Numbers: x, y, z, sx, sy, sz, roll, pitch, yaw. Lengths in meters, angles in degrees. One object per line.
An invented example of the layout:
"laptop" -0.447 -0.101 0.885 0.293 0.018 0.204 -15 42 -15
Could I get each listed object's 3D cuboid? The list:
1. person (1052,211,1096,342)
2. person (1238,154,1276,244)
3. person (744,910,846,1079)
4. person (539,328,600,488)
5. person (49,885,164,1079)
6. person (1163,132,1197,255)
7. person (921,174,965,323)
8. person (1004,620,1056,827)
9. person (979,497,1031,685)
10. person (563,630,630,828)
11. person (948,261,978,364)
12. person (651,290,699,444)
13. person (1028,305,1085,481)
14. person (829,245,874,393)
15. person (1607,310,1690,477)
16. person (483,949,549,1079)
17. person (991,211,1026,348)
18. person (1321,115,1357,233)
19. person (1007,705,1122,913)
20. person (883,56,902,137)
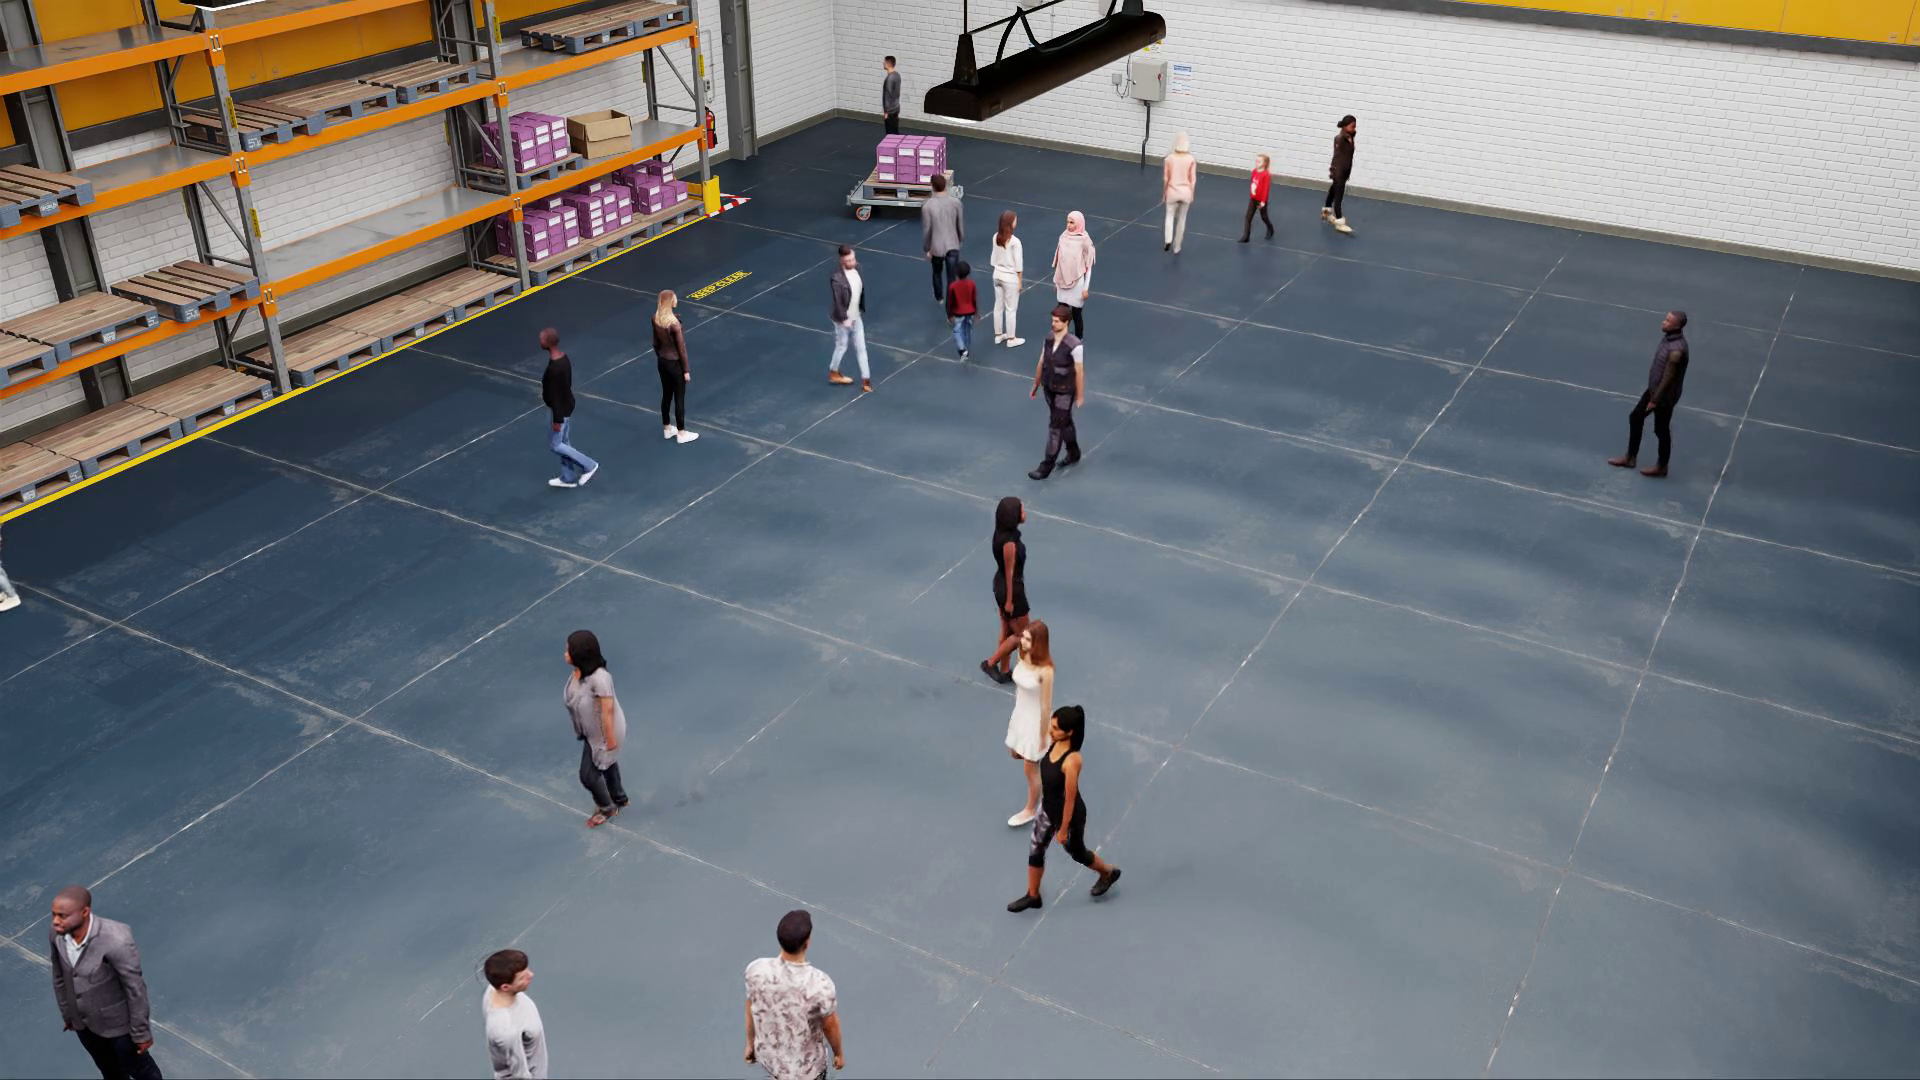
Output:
"person" 1.340 -3.056 19.907 0.661 1.804 0.631 20 35 32
"person" 4.325 -4.890 23.830 0.641 1.267 0.944 25 37 38
"person" -0.950 2.840 9.098 0.757 1.804 0.721 8 30 14
"person" -3.943 -1.305 16.763 0.880 1.739 0.847 -1 29 -2
"person" -4.801 2.673 9.388 0.775 1.818 0.684 8 30 14
"person" 3.045 -4.800 23.197 0.714 1.715 0.821 7 29 12
"person" -0.183 -3.632 20.954 1.138 1.812 1.340 -1 29 -2
"person" 0.602 1.288 12.052 0.934 1.699 0.796 -16 32 -26
"person" 0.317 0.449 13.555 0.819 1.732 0.750 -1 29 -1
"person" -2.552 1.332 12.085 0.810 1.590 0.767 -14 31 -23
"person" 0.051 -2.701 19.839 0.733 1.244 0.786 -8 30 -15
"person" -3.096 -1.870 17.836 0.640 1.704 0.552 22 36 35
"person" 1.109 -1.557 17.145 1.143 1.817 0.897 -20 34 -32
"person" -1.322 -2.561 19.022 0.924 1.781 1.012 19 34 30
"person" 7.267 -1.478 17.000 0.934 1.817 0.894 4 29 8
"person" -2.355 2.919 8.907 0.751 1.847 0.708 -9 30 -17
"person" 0.575 -3.192 20.277 0.644 1.688 0.609 24 37 37
"person" 5.677 -5.344 24.258 0.812 1.652 0.939 4 29 7
"person" 0.769 1.814 11.161 1.121 1.629 1.002 -11 31 -19
"person" -1.107 -7.039 27.252 0.721 1.761 0.556 7 29 13
